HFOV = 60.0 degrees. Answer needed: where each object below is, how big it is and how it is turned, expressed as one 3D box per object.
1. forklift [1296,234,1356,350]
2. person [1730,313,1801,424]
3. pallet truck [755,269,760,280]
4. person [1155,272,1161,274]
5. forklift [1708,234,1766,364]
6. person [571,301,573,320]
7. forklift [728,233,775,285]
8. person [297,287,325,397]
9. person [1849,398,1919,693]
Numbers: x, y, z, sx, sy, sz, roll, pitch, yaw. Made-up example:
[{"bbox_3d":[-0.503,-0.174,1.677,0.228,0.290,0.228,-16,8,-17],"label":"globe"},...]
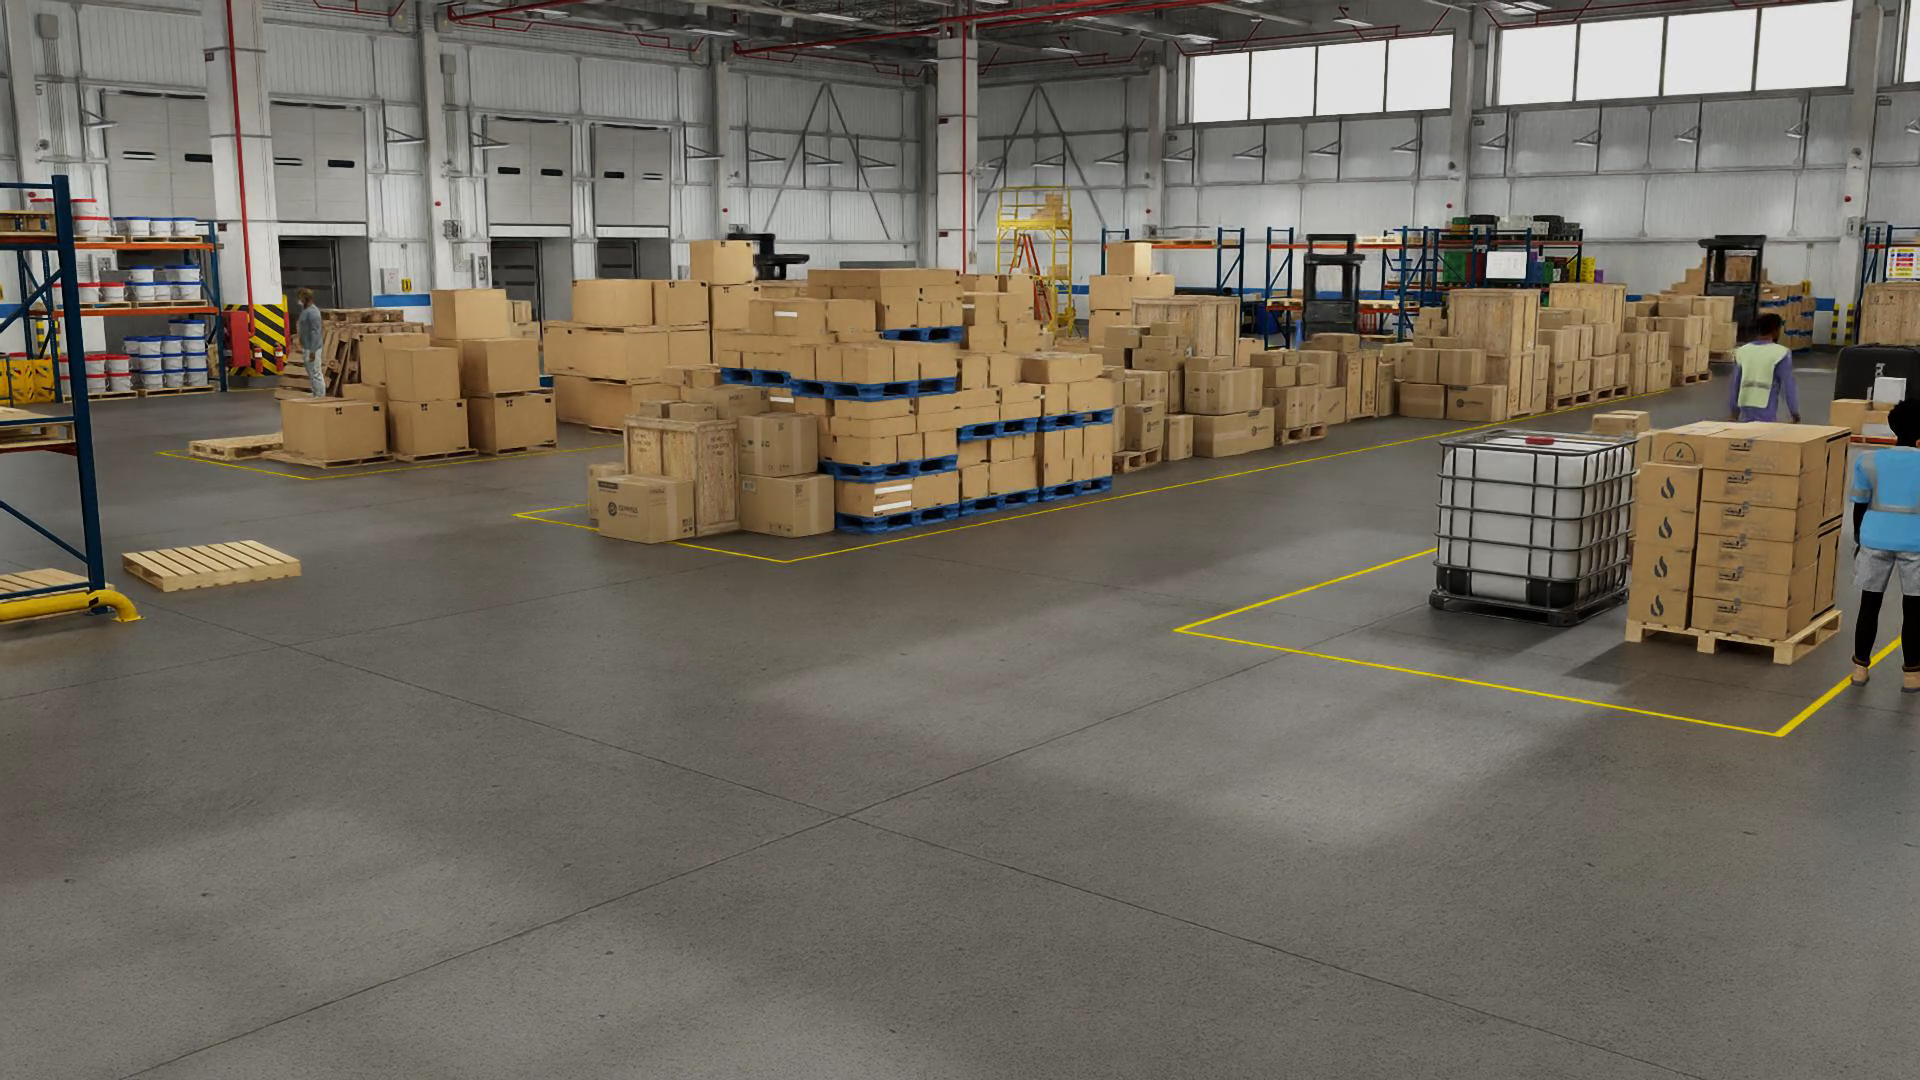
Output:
[{"bbox_3d":[7.348,-4.703,33.167,1.129,2.768,1.873,1,10,5],"label":"forklift"},{"bbox_3d":[8.148,-1.333,16.780,0.666,1.893,0.593,-4,11,-22],"label":"person"},{"bbox_3d":[-4.996,-6.432,45.525,1.885,1.965,0.823,-6,12,-32],"label":"pallet truck"},{"bbox_3d":[4.999,-5.806,42.129,0.553,1.935,0.365,-5,11,-27],"label":"person"},{"bbox_3d":[16.487,-5.087,35.357,1.129,2.768,1.873,8,13,40],"label":"forklift"},{"bbox_3d":[-7.894,-4.461,34.930,0.517,1.769,0.973,-3,10,-16],"label":"person"},{"bbox_3d":[-3.960,-4.461,31.792,1.873,2.768,1.129,8,13,40],"label":"forklift"},{"bbox_3d":[-10.124,-2.960,25.930,0.372,1.939,0.631,-6,12,-31],"label":"person"},{"bbox_3d":[5.403,0.033,9.575,0.535,1.697,0.318,8,13,38],"label":"person"}]
